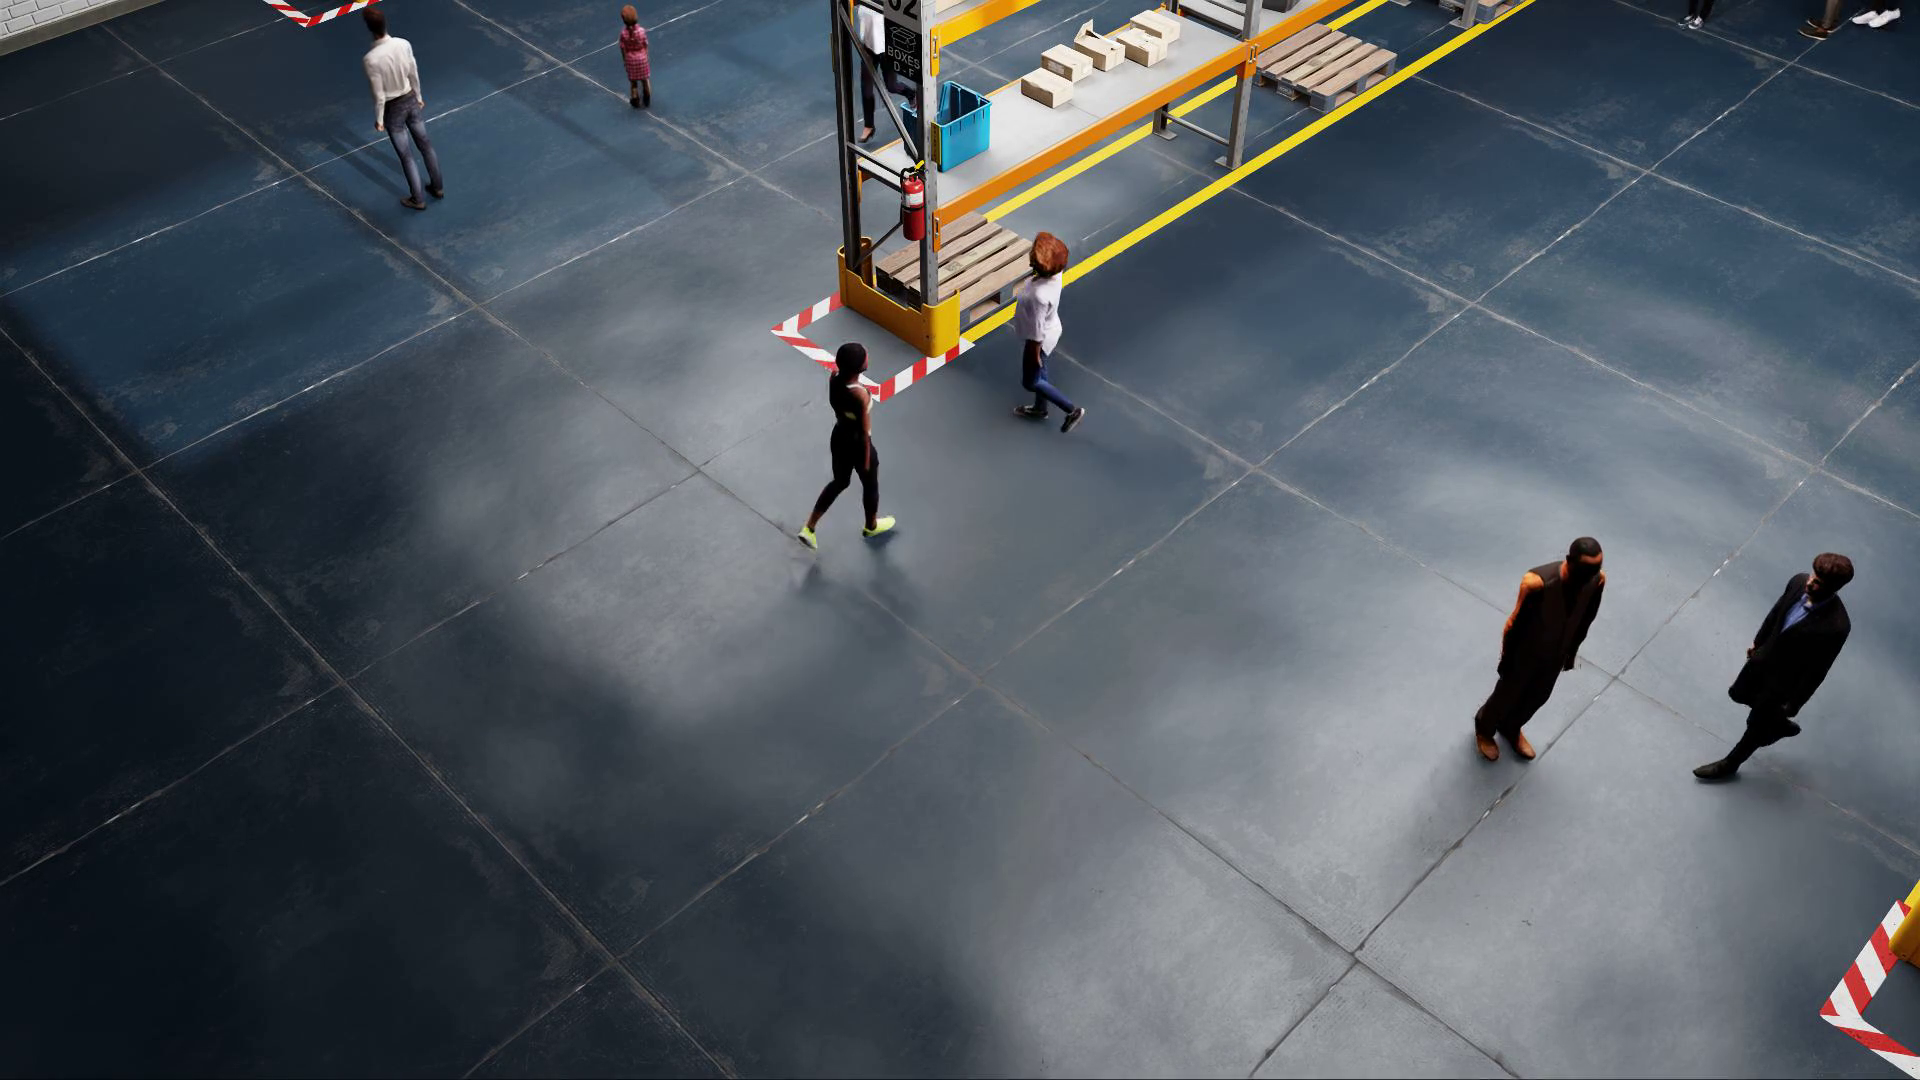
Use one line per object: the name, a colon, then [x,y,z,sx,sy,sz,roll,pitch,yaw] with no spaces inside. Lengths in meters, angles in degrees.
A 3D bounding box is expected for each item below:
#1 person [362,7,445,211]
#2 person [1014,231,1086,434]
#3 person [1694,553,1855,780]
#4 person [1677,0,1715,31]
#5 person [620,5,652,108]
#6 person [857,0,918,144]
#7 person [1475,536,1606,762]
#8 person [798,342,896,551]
person: [-4.918,-3.795,14.647,0.756,1.867,0.531,26,50,25]
person: [0.694,-1.509,12.375,0.904,1.691,0.894,13,45,13]
person: [4.949,0.747,9.874,1.067,1.876,0.985,-6,44,-6]
person: [7.911,-5.961,17.369,0.581,1.249,0.577,-25,49,-24]
person: [-3.171,-4.717,16.228,0.460,1.021,0.546,-16,46,-16]
person: [-0.696,-4.601,15.562,0.678,1.773,1.062,29,51,27]
person: [3.449,0.624,9.993,0.768,1.889,0.870,-8,44,-9]
person: [-0.817,-0.600,11.390,1.006,1.734,0.604,-30,51,-28]
